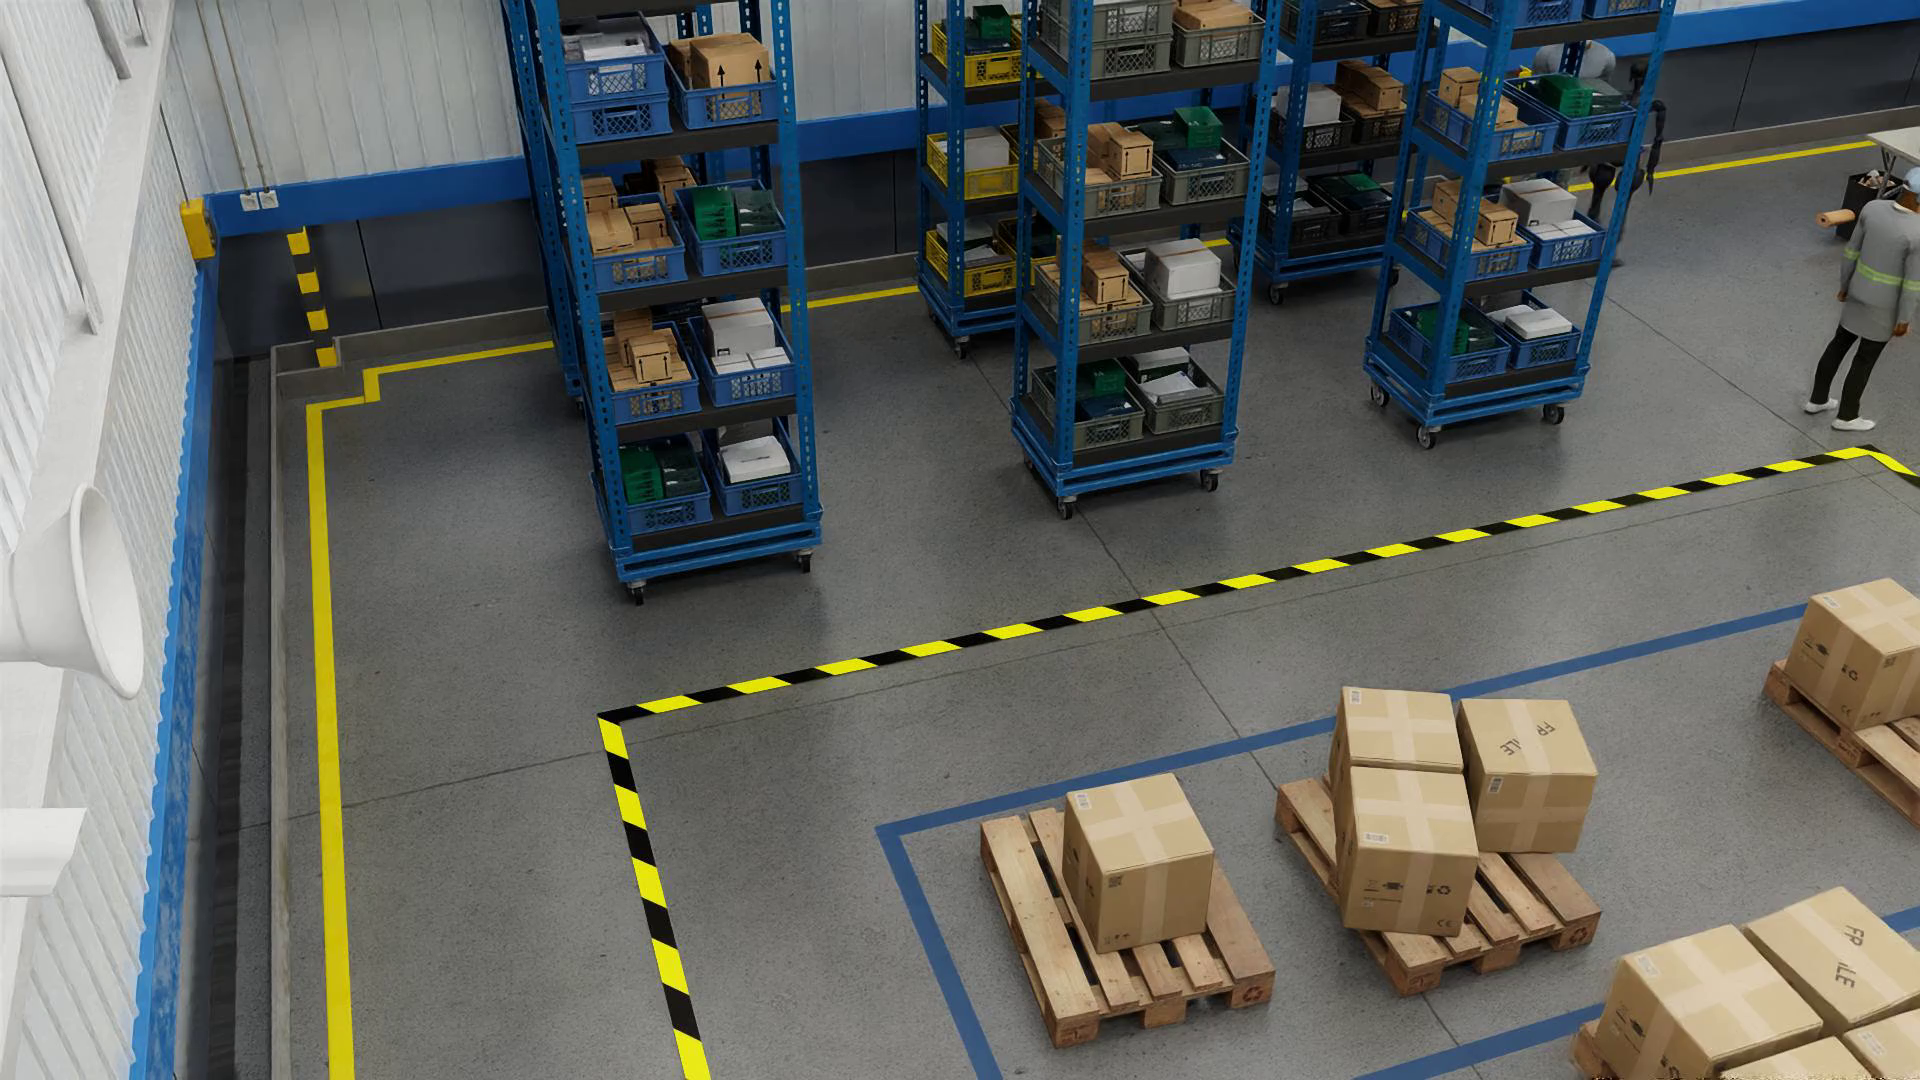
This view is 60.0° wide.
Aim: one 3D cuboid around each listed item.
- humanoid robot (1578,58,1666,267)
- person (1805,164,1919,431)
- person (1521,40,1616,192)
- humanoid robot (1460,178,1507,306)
[{"bbox_3d":[5.143,-2.943,13.007,0.602,1.655,0.376,27,43,33],"label":"humanoid robot"},{"bbox_3d":[6.050,-1.595,10.943,0.396,1.850,0.597,-12,37,-16],"label":"person"},{"bbox_3d":[4.786,-3.278,13.256,0.630,1.940,0.373,4,35,5],"label":"person"},{"bbox_3d":[3.693,-2.026,11.711,0.601,1.640,0.588,4,35,5],"label":"humanoid robot"}]
